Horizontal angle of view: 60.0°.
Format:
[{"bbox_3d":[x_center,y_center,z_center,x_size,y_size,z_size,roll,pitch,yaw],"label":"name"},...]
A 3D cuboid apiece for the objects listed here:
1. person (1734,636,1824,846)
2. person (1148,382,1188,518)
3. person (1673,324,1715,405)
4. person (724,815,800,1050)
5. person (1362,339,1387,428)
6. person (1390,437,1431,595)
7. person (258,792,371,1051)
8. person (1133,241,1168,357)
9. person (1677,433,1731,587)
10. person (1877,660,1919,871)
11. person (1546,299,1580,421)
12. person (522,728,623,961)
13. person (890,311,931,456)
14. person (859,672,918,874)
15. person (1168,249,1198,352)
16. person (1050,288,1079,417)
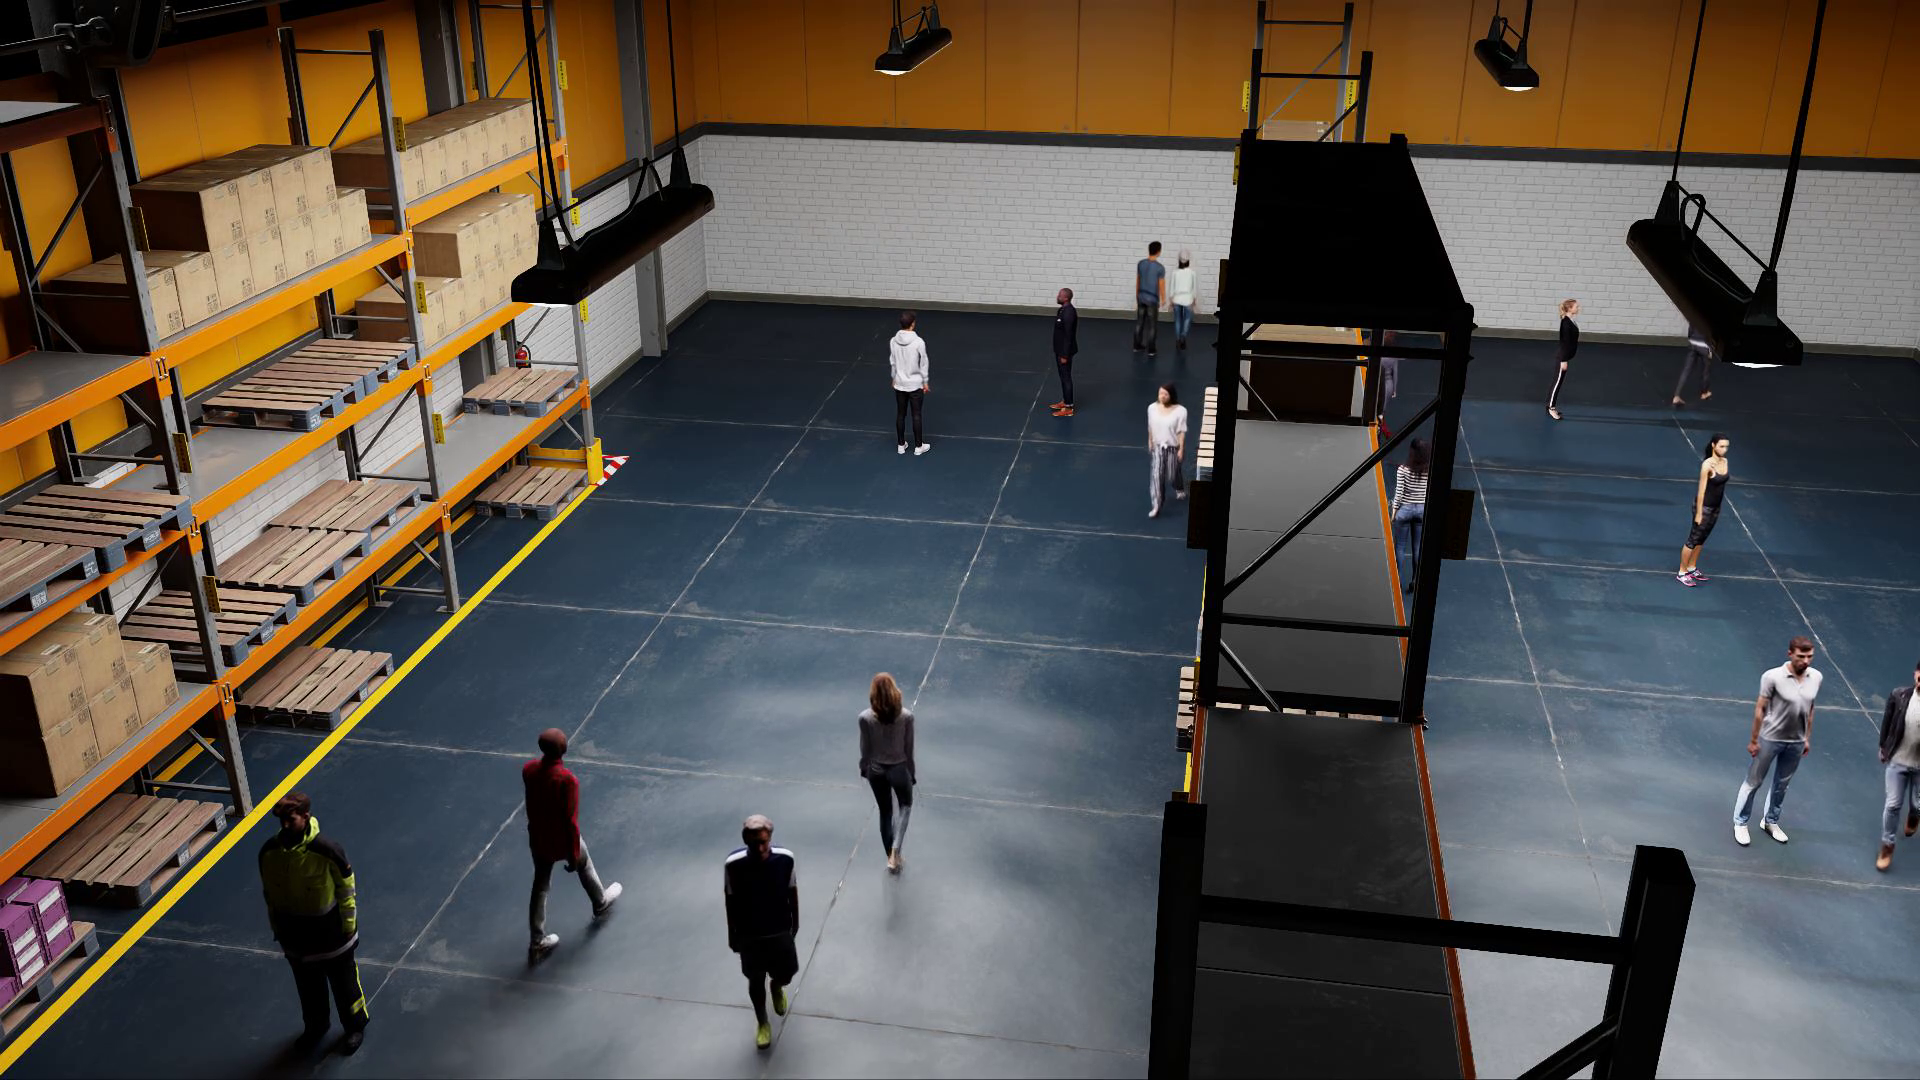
[{"bbox_3d":[6.694,1.615,13.566,0.712,1.851,0.630,-2,24,-4],"label":"person"},{"bbox_3d":[2.531,-1.124,20.068,0.879,1.662,1.083,13,27,28],"label":"person"},{"bbox_3d":[10.496,-2.733,23.670,1.195,1.725,1.075,-18,30,-36],"label":"person"},{"bbox_3d":[-1.349,2.592,11.361,0.776,1.825,0.855,-4,24,-9],"label":"person"},{"bbox_3d":[5.026,-1.601,20.856,0.714,1.903,0.602,3,24,6],"label":"person"},{"bbox_3d":[4.864,-0.257,17.916,0.627,1.796,0.540,0,24,0],"label":"person"},{"bbox_3d":[-4.359,2.559,11.241,0.798,1.983,0.681,1,24,2],"label":"person"},{"bbox_3d":[2.946,-3.752,25.904,0.769,1.802,0.789,18,29,35],"label":"person"},{"bbox_3d":[8.172,-0.354,18.225,0.650,1.727,0.713,-16,28,-33],"label":"person"},{"bbox_3d":[7.641,1.738,13.322,0.917,1.820,1.058,13,27,28],"label":"person"},{"bbox_3d":[8.414,-2.537,23.244,0.693,1.707,0.512,7,25,15],"label":"person"},{"bbox_3d":[-3.034,2.247,12.210,0.868,1.779,1.238,10,26,22],"label":"person"},{"bbox_3d":[-0.676,-2.073,21.904,0.718,1.929,0.652,9,25,19],"label":"person"},{"bbox_3d":[-0.558,1.881,13.039,0.650,1.785,0.722,2,24,4],"label":"person"},{"bbox_3d":[3.495,-3.732,26.056,0.610,1.643,0.734,5,24,10],"label":"person"},{"bbox_3d":[1.478,-2.654,23.374,0.806,1.818,0.605,-1,24,-2],"label":"person"}]
